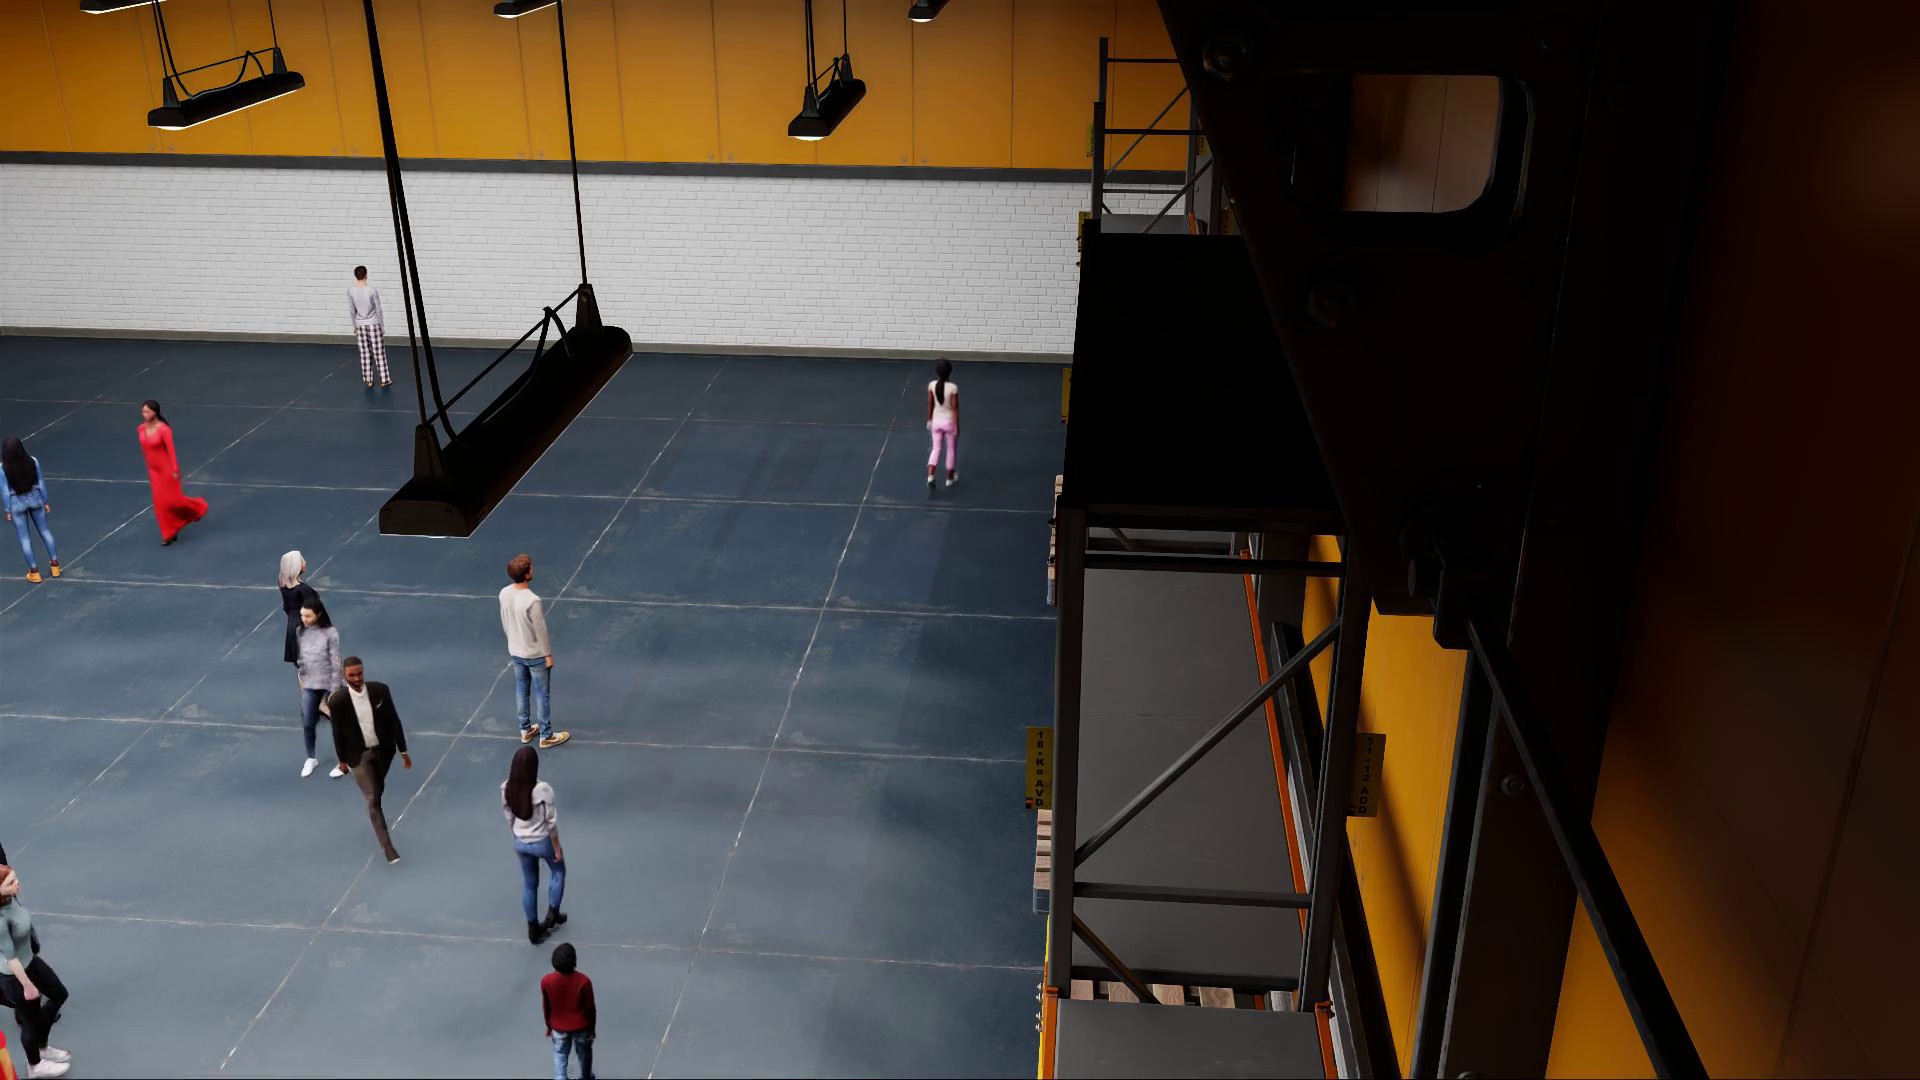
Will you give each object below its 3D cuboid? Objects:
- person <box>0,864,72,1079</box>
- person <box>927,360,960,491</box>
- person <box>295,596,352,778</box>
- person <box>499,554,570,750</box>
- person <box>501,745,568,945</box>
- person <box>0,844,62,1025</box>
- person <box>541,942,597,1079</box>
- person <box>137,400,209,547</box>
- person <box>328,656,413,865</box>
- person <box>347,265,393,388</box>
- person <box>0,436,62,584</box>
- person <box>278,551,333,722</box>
[{"bbox_3d":[-6.379,2.928,11.150,0.763,1.727,0.668,-8,25,-17],"label":"person"},{"bbox_3d":[-0.247,-1.433,21.124,0.798,1.729,1.027,10,26,22],"label":"person"},{"bbox_3d":[-5.642,1.278,14.926,0.678,1.726,0.666,7,24,15],"label":"person"},{"bbox_3d":[-3.963,1.020,15.294,0.754,1.904,0.733,13,27,28],"label":"person"},{"bbox_3d":[-3.255,2.354,12.606,0.663,1.613,0.657,6,24,12],"label":"person"},{"bbox_3d":[-6.826,2.644,11.617,0.800,1.875,0.788,-2,24,-5],"label":"person"},{"bbox_3d":[-2.597,3.236,11.046,0.550,1.247,0.689,-1,24,-2],"label":"person"},{"bbox_3d":[-9.371,-0.828,19.688,0.704,1.772,0.928,6,24,14],"label":"person"},{"bbox_3d":[-4.922,1.752,13.814,1.155,1.749,1.253,-16,28,-33],"label":"person"},{"bbox_3d":[-8.922,-3.221,25.069,0.642,1.847,0.560,0,24,-1],"label":"person"},{"bbox_3d":[-10.480,-0.361,18.692,0.742,1.713,0.657,21,31,39],"label":"person"},{"bbox_3d":[-6.190,0.901,15.765,0.696,1.746,0.711,14,27,29],"label":"person"}]
